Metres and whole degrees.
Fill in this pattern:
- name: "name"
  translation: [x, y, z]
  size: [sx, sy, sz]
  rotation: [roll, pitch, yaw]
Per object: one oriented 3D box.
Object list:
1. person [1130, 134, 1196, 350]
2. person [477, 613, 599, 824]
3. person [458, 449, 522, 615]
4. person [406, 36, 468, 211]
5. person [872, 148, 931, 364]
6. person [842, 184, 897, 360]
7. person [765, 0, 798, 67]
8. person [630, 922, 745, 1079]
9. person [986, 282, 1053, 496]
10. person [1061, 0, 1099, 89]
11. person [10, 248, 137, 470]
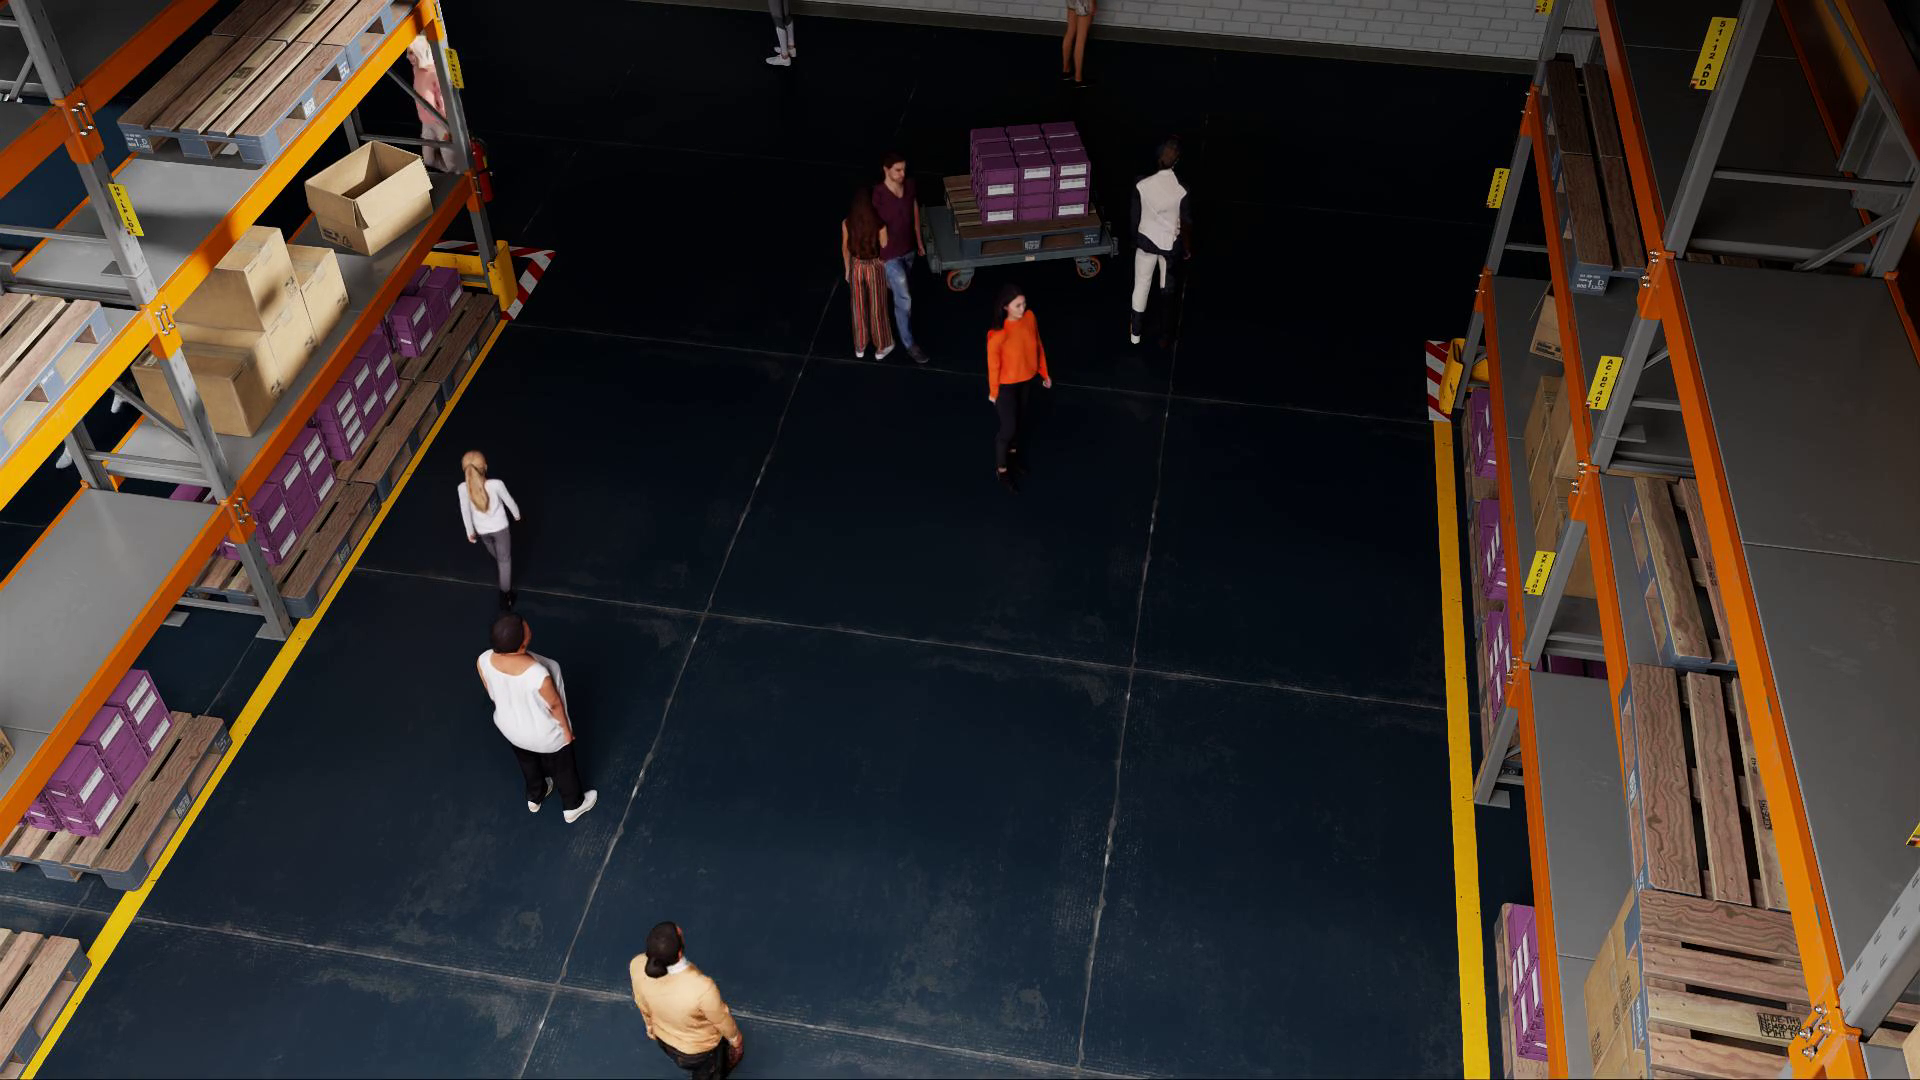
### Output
- name: "person"
  translation: [1.600, -2.380, 13.315]
  size: [0.716, 1.893, 0.643]
  rotation: [14, 45, 14]
- name: "person"
  translation: [-2.521, 1.043, 9.871]
  size: [0.709, 1.688, 0.673]
  rotation: [16, 46, 16]
- name: "person"
  translation: [-3.192, -0.038, 11.323]
  size: [0.578, 1.250, 0.903]
  rotation: [1, 44, 1]
- name: "person"
  translation: [-4.580, -3.755, 14.887]
  size: [0.730, 1.715, 0.778]
  rotation: [27, 50, 26]
- name: "person"
  translation: [-0.576, -2.366, 13.360]
  size: [1.186, 1.812, 1.140]
  rotation: [-35, 53, -31]
- name: "person"
  translation: [-0.740, -2.151, 13.316]
  size: [0.567, 1.561, 0.514]
  rotation: [10, 44, 10]
- name: "person"
  translation: [-1.861, -5.670, 16.906]
  size: [0.650, 1.705, 0.468]
  rotation: [12, 45, 12]
- name: "person"
  translation: [-1.374, 2.521, 8.285]
  size: [0.907, 1.735, 1.206]
  rotation: [22, 48, 21]
- name: "person"
  translation: [0.352, -1.178, 12.161]
  size: [0.800, 1.745, 0.704]
  rotation: [32, 52, 29]
- name: "person"
  translation: [1.191, -5.437, 16.559]
  size: [0.745, 1.845, 0.653]
  rotation: [-20, 47, -19]
- name: "person"
  translation: [-6.707, -1.475, 12.503]
  size: [0.725, 1.704, 1.230]
  rotation: [16, 46, 16]
